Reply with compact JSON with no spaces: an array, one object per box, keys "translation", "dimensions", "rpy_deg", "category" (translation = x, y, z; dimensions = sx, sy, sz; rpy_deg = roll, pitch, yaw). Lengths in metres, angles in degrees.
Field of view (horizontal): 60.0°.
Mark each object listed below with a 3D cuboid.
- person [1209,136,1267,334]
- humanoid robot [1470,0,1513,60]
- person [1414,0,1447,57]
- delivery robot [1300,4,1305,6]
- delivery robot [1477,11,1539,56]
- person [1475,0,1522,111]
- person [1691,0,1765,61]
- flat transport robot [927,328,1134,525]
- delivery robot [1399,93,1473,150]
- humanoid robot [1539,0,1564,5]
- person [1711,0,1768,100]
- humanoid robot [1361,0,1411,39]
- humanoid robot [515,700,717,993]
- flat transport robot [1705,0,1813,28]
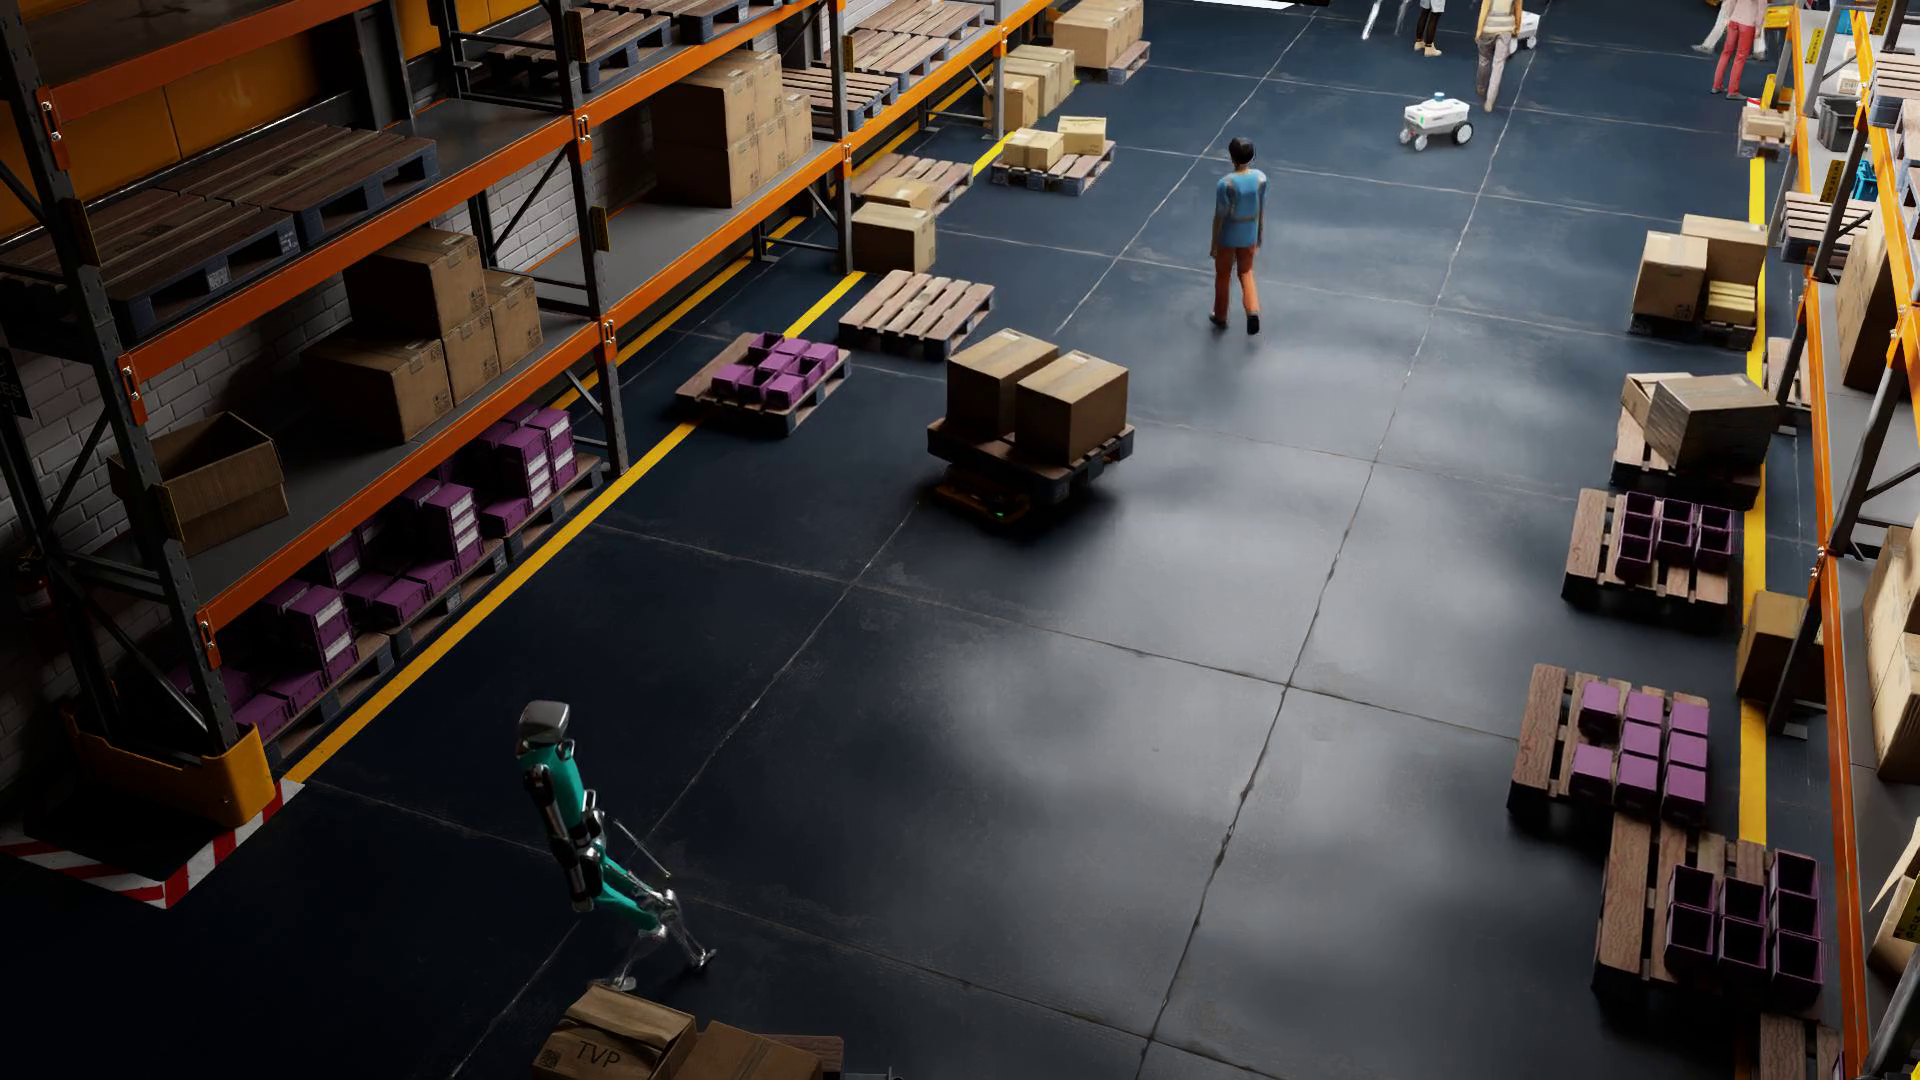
[{"translation":[2.388,-2.574,14.208],"dimensions":[0.515,1.748,0.603],"rpy_deg":[-8,34,-12],"category":"person"},{"translation":[6.763,-6.845,20.896],"dimensions":[0.613,1.645,0.475],"rpy_deg":[-5,33,-7],"category":"humanoid robot"},{"translation":[6.063,-7.030,21.159],"dimensions":[0.321,1.691,0.532],"rpy_deg":[-9,34,-14],"category":"person"},{"translation":[4.641,-7.873,23.530],"dimensions":[0.784,0.612,0.525],"rpy_deg":[10,34,15],"category":"delivery robot"},{"translation":[7.149,-6.637,21.572],"dimensions":[0.737,0.564,0.499],"rpy_deg":[-20,38,-27],"category":"delivery robot"},{"translation":[6.313,-5.980,19.498],"dimensions":[0.490,1.719,0.970],"rpy_deg":[8,34,12],"category":"person"},{"translation":[9.951,-6.997,20.965],"dimensions":[0.584,1.864,0.891],"rpy_deg":[-20,38,-28],"category":"person"},{"translation":[0.526,-0.568,12.471],"dimensions":[0.659,0.231,1.431],"rpy_deg":[24,40,33],"category":"flat transport robot"},{"translation":[5.345,-4.695,18.608],"dimensions":[0.788,0.610,0.499],"rpy_deg":[-15,36,-22],"category":"delivery robot"},{"translation":[8.387,-8.314,23.161],"dimensions":[0.589,1.651,0.362],"rpy_deg":[25,40,33],"category":"humanoid robot"},{"translation":[9.293,-6.110,19.668],"dimensions":[0.307,1.769,0.532],"rpy_deg":[-11,35,-17],"category":"person"},{"translation":[5.681,-7.447,21.829],"dimensions":[0.541,1.809,0.818],"rpy_deg":[21,38,29],"category":"humanoid robot"},{"translation":[-1.581,1.535,7.942],"dimensions":[0.852,1.871,0.548],"rpy_deg":[-3,33,-5],"category":"humanoid robot"},{"translation":[11.023,-7.383,23.018],"dimensions":[0.659,0.231,1.431],"rpy_deg":[-7,34,-11],"category":"flat transport robot"}]
